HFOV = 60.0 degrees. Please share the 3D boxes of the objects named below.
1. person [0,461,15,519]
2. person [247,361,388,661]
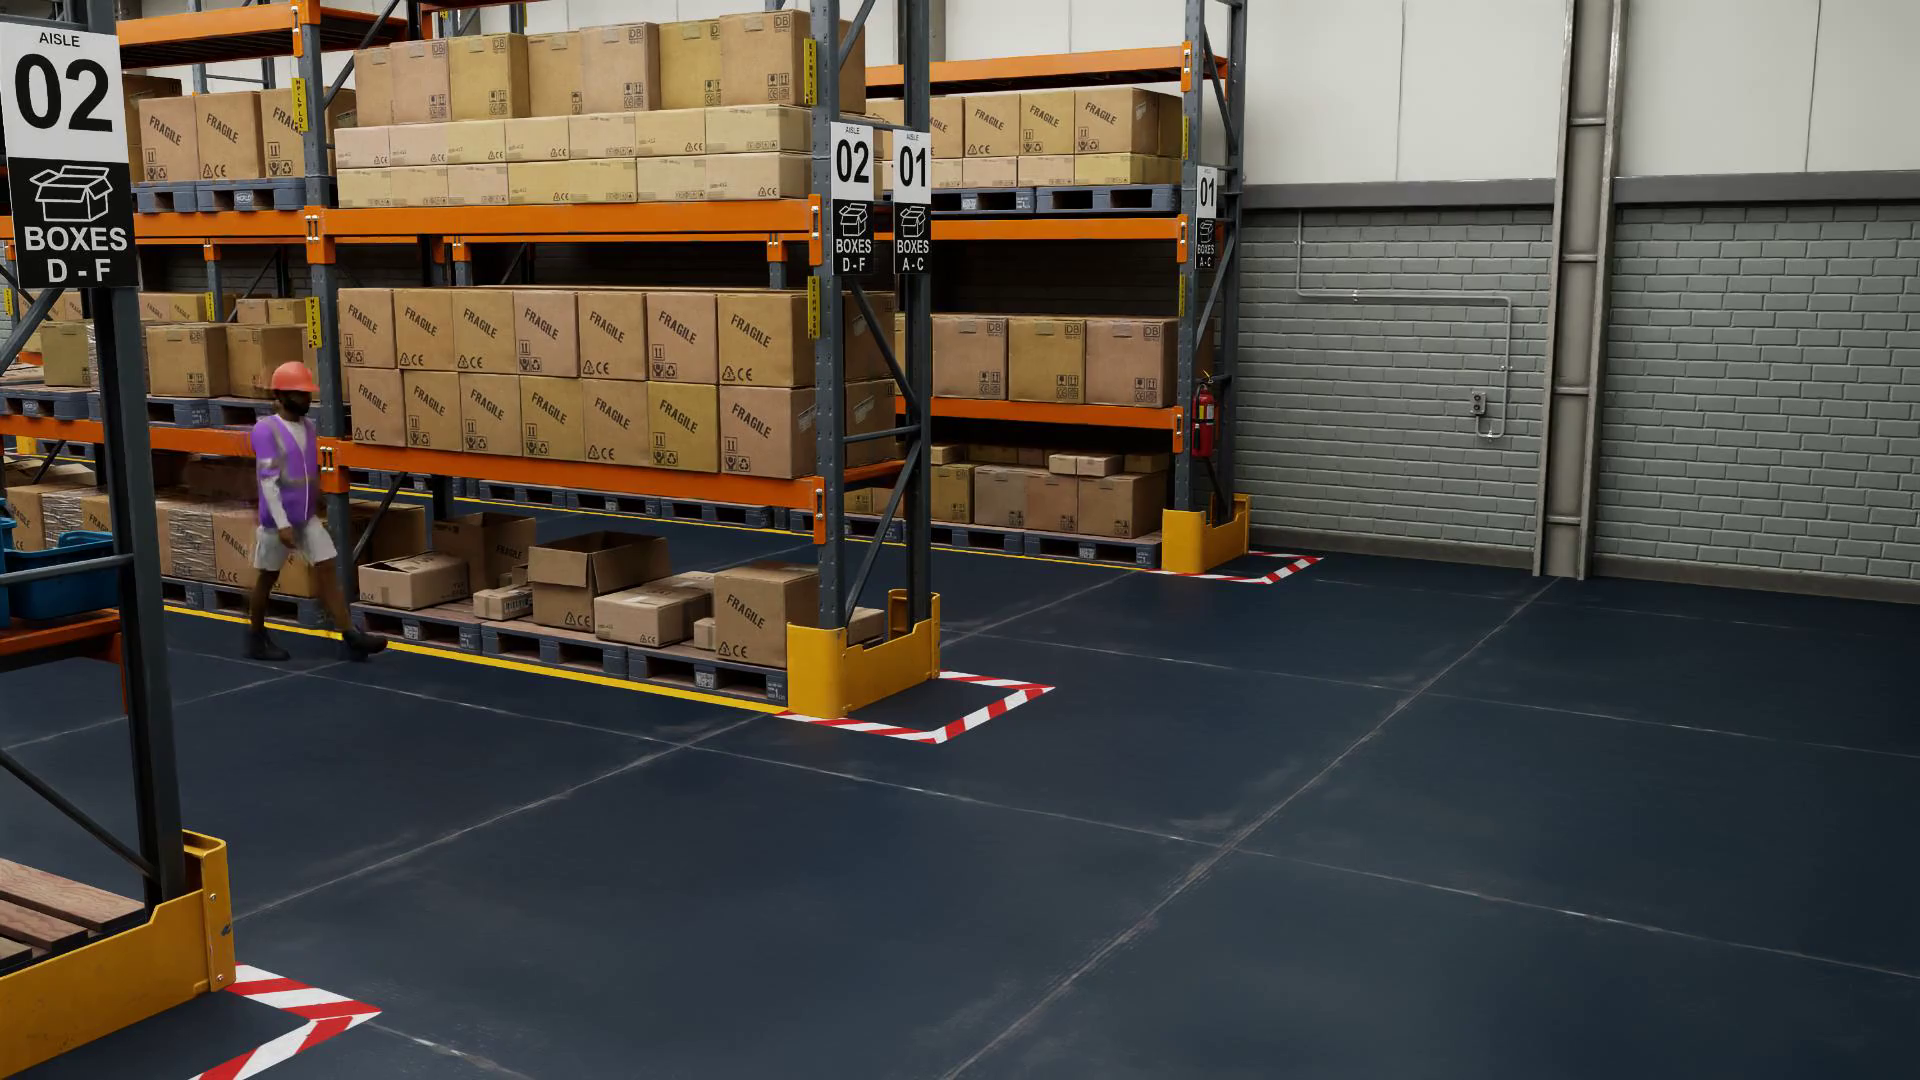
[{"bbox_3d":[-6.478,-0.248,10.901,0.314,1.867,0.537,6,11,30],"label":"person"},{"bbox_3d":[-4.067,-0.151,10.272,1.017,1.878,0.562,4,10,22],"label":"person"}]
